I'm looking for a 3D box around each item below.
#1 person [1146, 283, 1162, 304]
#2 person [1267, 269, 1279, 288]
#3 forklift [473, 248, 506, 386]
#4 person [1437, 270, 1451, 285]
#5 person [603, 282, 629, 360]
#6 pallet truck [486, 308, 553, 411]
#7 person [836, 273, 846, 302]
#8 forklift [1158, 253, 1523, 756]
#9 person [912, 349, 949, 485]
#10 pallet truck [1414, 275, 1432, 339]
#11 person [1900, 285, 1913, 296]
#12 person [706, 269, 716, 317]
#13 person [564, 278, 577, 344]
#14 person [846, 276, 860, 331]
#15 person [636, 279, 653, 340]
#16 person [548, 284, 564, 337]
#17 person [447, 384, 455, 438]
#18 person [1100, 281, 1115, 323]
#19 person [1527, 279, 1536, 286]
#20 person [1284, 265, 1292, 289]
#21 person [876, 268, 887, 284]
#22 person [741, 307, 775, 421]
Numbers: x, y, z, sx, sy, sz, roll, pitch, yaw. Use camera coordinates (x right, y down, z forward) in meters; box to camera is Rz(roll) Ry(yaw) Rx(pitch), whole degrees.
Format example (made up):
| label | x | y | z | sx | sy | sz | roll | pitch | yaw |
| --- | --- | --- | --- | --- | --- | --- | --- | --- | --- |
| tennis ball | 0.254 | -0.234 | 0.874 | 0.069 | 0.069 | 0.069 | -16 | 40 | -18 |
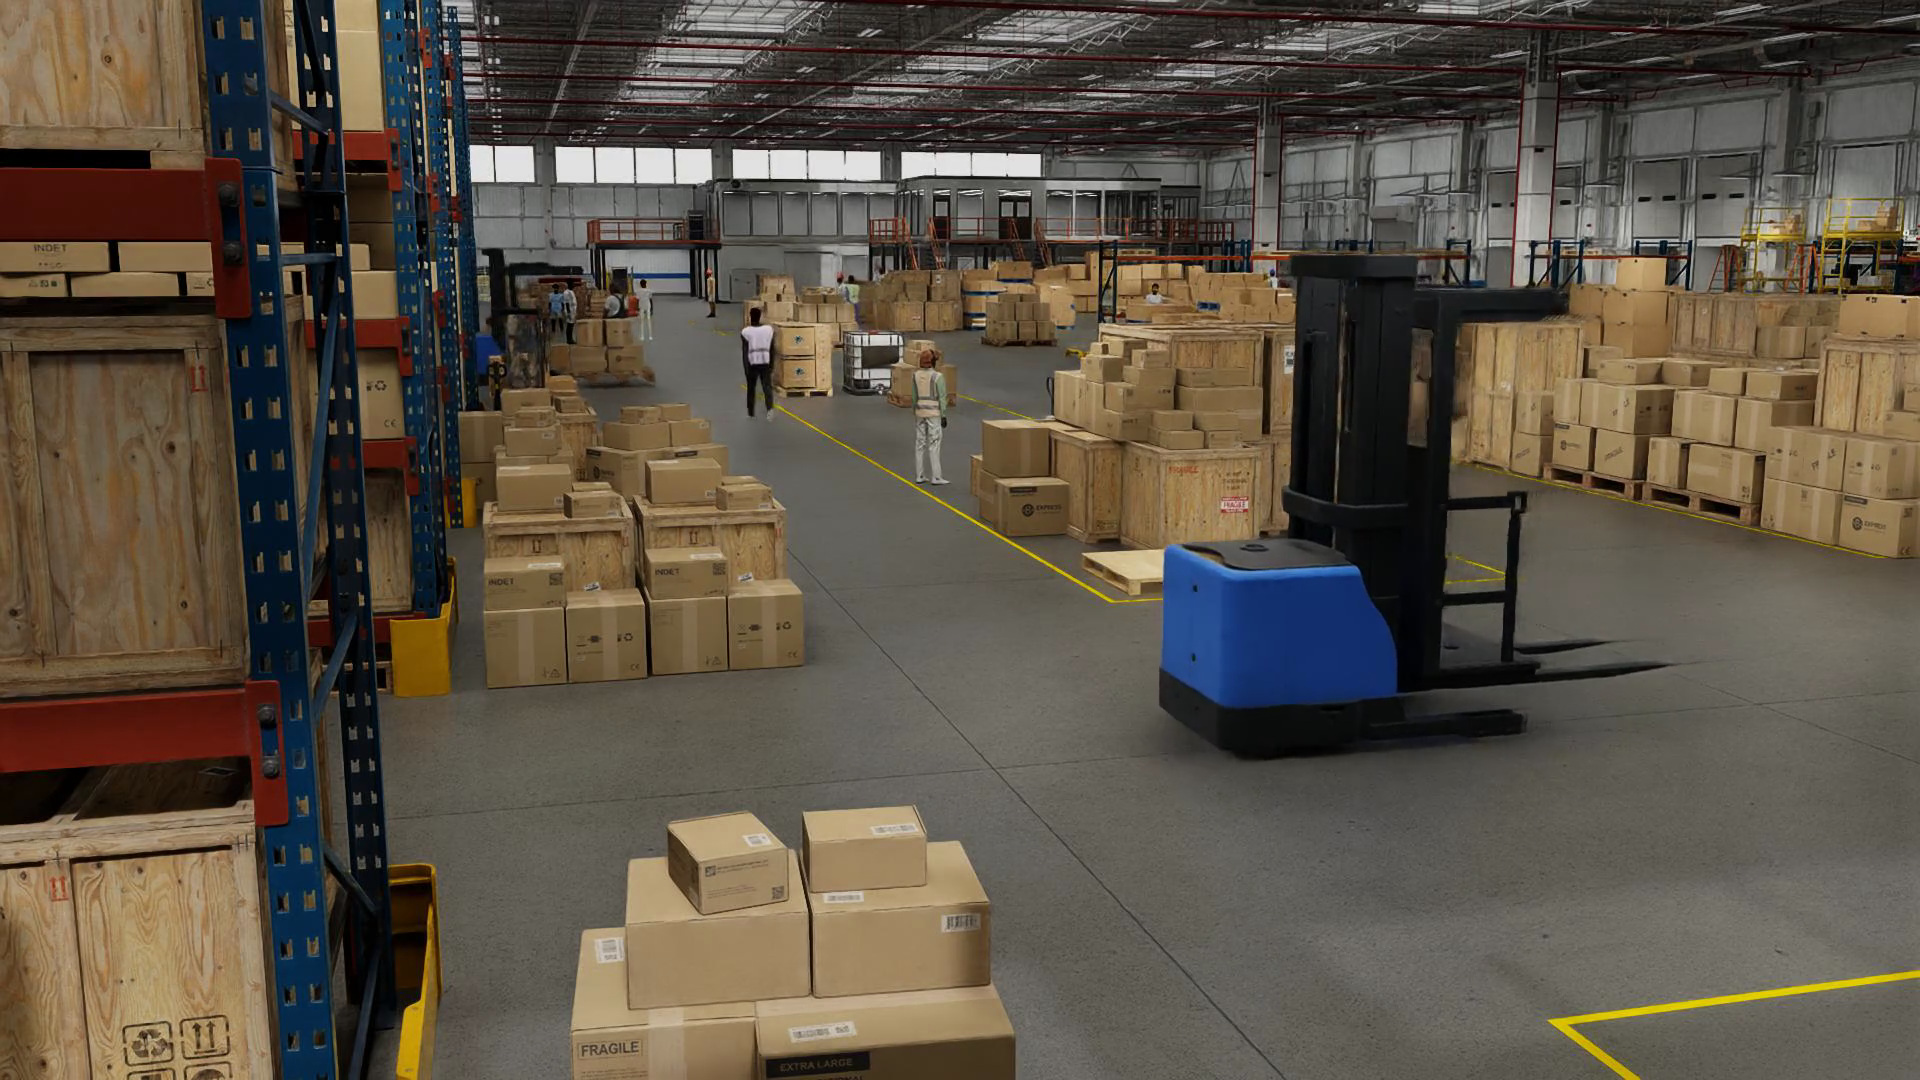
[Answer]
| label | x | y | z | sx | sy | sz | roll | pitch | yaw |
| --- | --- | --- | --- | --- | --- | --- | --- | --- | --- |
| person | 5.326 | -6.103 | 45.615 | 0.518 | 1.865 | 0.330 | -4 | 11 | -20 |
| person | 12.577 | -9.923 | 67.004 | 0.605 | 1.948 | 0.391 | -6 | 11 | -29 |
| forklift | -9.401 | -4.533 | 33.843 | 1.873 | 2.768 | 1.129 | -3 | 10 | -15 |
| person | 19.852 | -10.124 | 68.289 | 0.590 | 1.899 | 0.799 | 1 | 10 | 5 |
| person | -8.665 | -5.526 | 41.840 | 1.044 | 2.000 | 0.682 | 5 | 11 | 25 |
| pallet truck | -6.242 | -2.418 | 24.362 | 0.823 | 1.965 | 1.885 | 1 | 10 | 3 |
| person | -4.186 | -8.628 | 59.762 | 0.728 | 1.922 | 0.553 | -6 | 12 | -30 |
| forklift | 2.227 | -0.275 | 9.731 | 1.873 | 2.768 | 1.129 | -3 | 10 | -15 |
| person | -0.367 | -1.480 | 20.064 | 0.513 | 1.641 | 0.307 | 8 | 13 | 39 |
| pallet truck | 14.620 | -7.324 | 52.145 | 0.823 | 1.965 | 1.885 | 8 | 13 | 40 |
| person | 23.678 | -5.439 | 41.751 | 0.542 | 1.894 | 0.908 | -8 | 13 | -38 |
| person | -10.135 | -10.003 | 67.481 | 0.378 | 1.938 | 0.547 | 3 | 10 | 16 |
| person | -11.299 | -6.631 | 48.305 | 0.361 | 1.963 | 0.613 | 0 | 10 | 1 |
| person | -3.709 | -7.968 | 56.126 | 0.956 | 1.871 | 0.620 | 9 | 14 | 42 |
| person | -9.676 | -7.056 | 51.007 | 0.521 | 1.865 | 0.328 | -2 | 10 | -13 |
| person | -12.843 | -7.316 | 52.979 | 0.538 | 1.692 | 0.320 | 2 | 10 | 9 |
| person | -6.337 | -1.583 | 20.075 | 0.429 | 1.842 | 0.636 | 7 | 12 | 35 |
| person | 4.986 | -7.931 | 56.414 | 0.529 | 1.698 | 0.578 | 1 | 10 | 4 |
| person | 17.208 | -6.909 | 50.063 | 0.598 | 1.903 | 0.452 | -5 | 11 | -28 |
| person | 16.834 | -13.221 | 85.650 | 0.621 | 1.970 | 0.906 | -7 | 12 | -33 |
| person | -3.682 | -11.957 | 78.762 | 0.614 | 1.853 | 0.825 | -3 | 11 | -18 |
| person | -3.315 | -2.912 | 27.511 | 0.592 | 1.885 | 0.930 | -4 | 11 | -21 |
